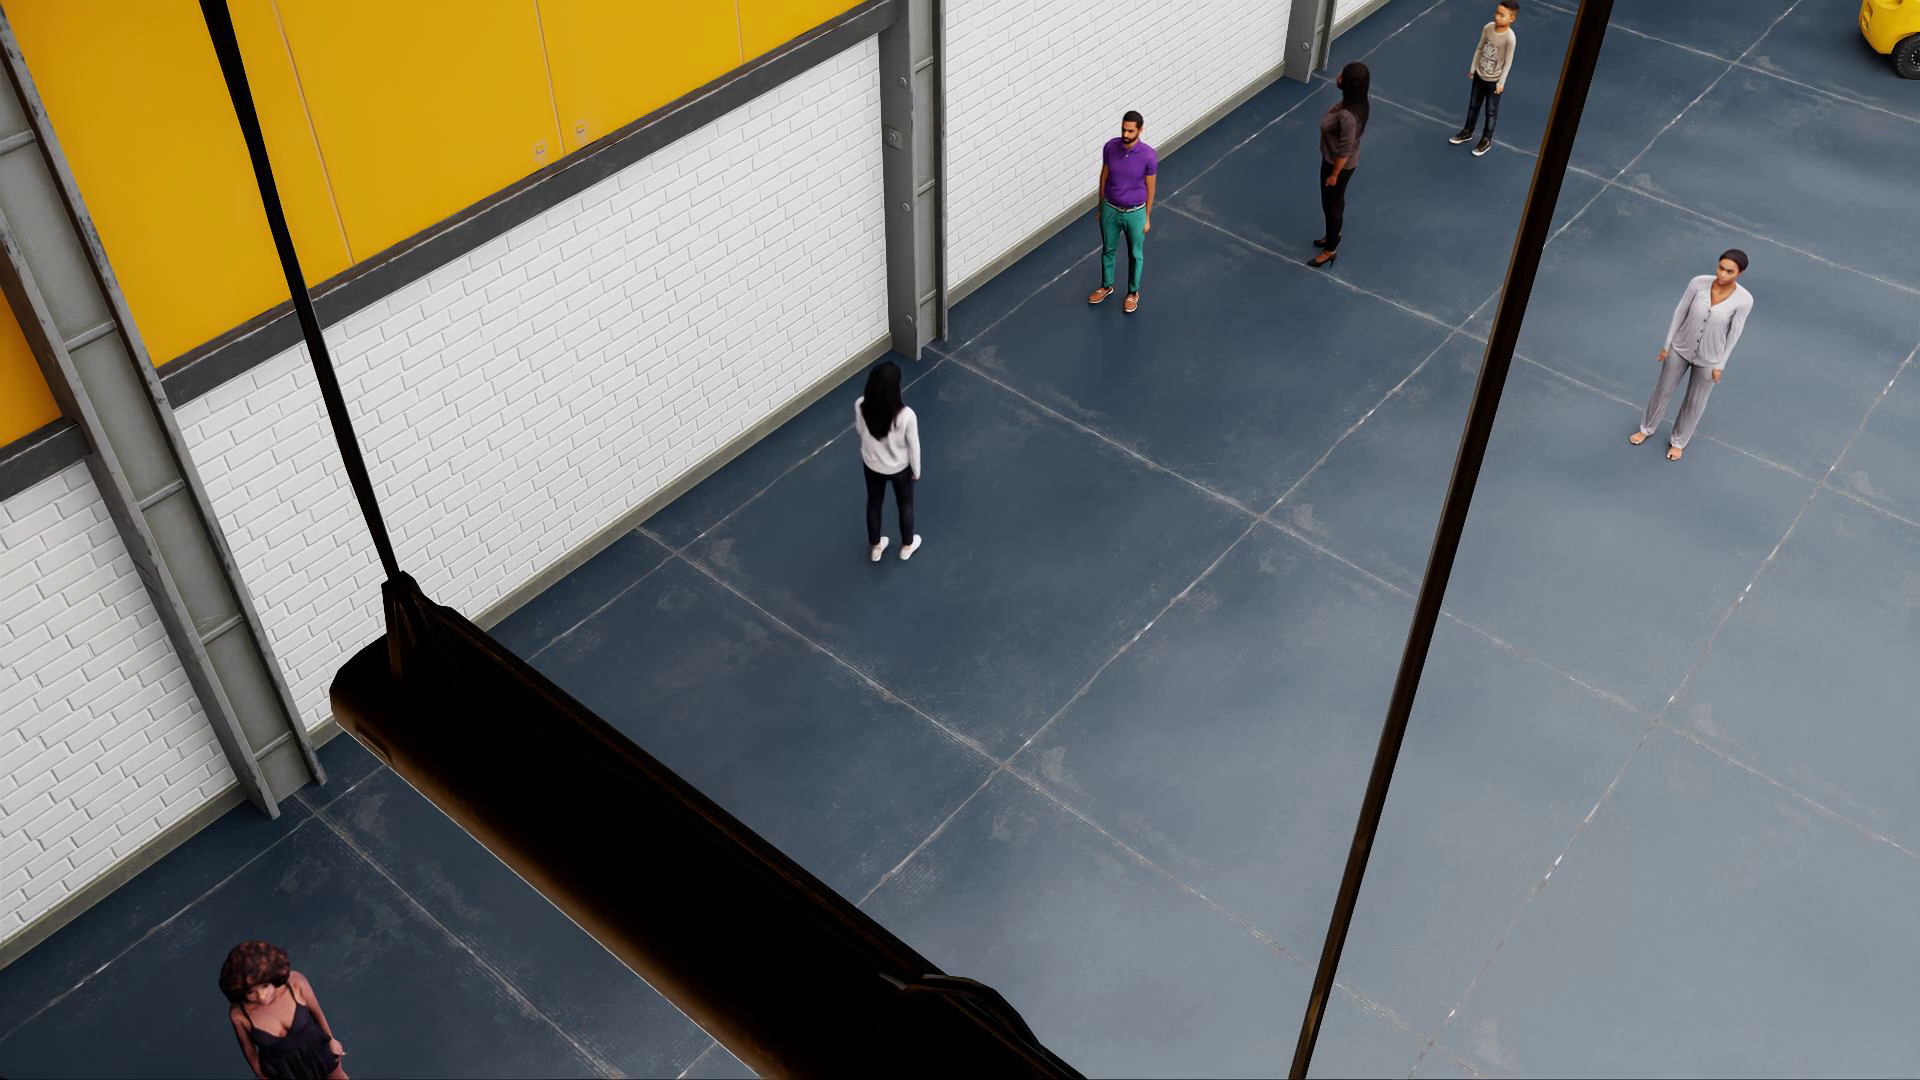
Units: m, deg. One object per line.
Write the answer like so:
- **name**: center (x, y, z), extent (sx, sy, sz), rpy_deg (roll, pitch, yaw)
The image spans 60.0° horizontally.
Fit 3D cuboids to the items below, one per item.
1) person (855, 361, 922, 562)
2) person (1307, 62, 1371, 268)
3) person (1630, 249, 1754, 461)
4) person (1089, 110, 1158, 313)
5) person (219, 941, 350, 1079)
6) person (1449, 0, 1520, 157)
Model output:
- **person**: center (-0.528, -0.506, 11.278), extent (0.702, 1.696, 0.695), rpy_deg (14, 45, 14)
- **person**: center (3.195, -3.150, 13.947), extent (0.787, 1.842, 0.661), rpy_deg (13, 45, 13)
- **person**: center (5.397, -1.388, 12.173), extent (0.634, 1.737, 0.555), rpy_deg (27, 50, 25)
- **person**: center (1.342, -2.690, 13.517), extent (0.685, 1.768, 0.667), rpy_deg (16, 46, 16)
- **person**: center (-3.212, 2.501, 8.053), extent (0.520, 1.790, 0.646), rpy_deg (-30, 51, -28)
- **person**: center (4.932, -4.318, 15.446), extent (0.575, 1.465, 0.591), rpy_deg (-27, 50, -26)
